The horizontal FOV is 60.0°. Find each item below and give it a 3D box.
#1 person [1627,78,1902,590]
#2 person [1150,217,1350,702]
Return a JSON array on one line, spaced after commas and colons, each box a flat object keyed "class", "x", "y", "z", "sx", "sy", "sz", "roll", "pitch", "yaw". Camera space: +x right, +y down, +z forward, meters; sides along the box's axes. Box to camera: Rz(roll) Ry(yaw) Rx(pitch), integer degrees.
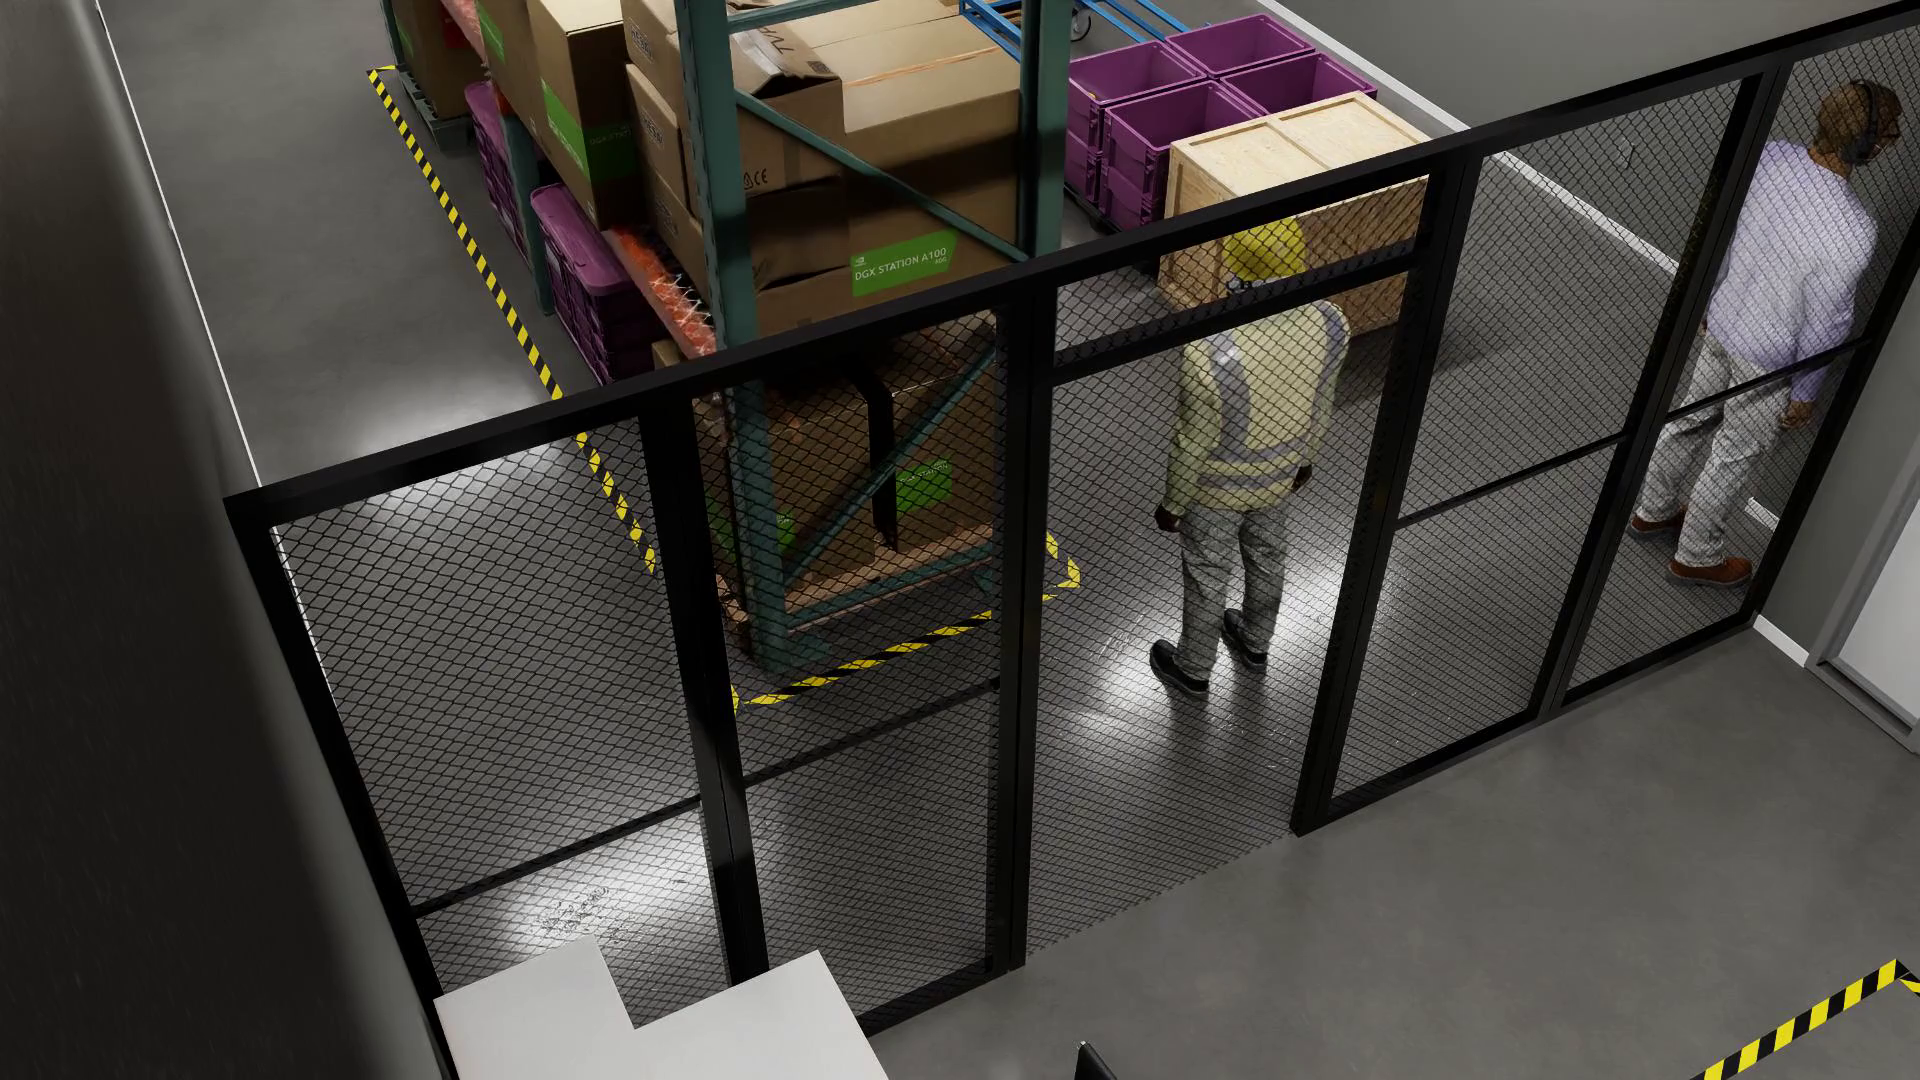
[{"class": "person", "x": 2.735, "y": -0.669, "z": 5.677, "sx": 0.357, "sy": 1.938, "sz": 0.637, "roll": -8, "pitch": 43, "yaw": -9}, {"class": "person", "x": 0.881, "y": -0.237, "z": 5.282, "sx": 0.599, "sy": 1.830, "sz": 0.404, "roll": -20, "pitch": 46, "yaw": -20}]
